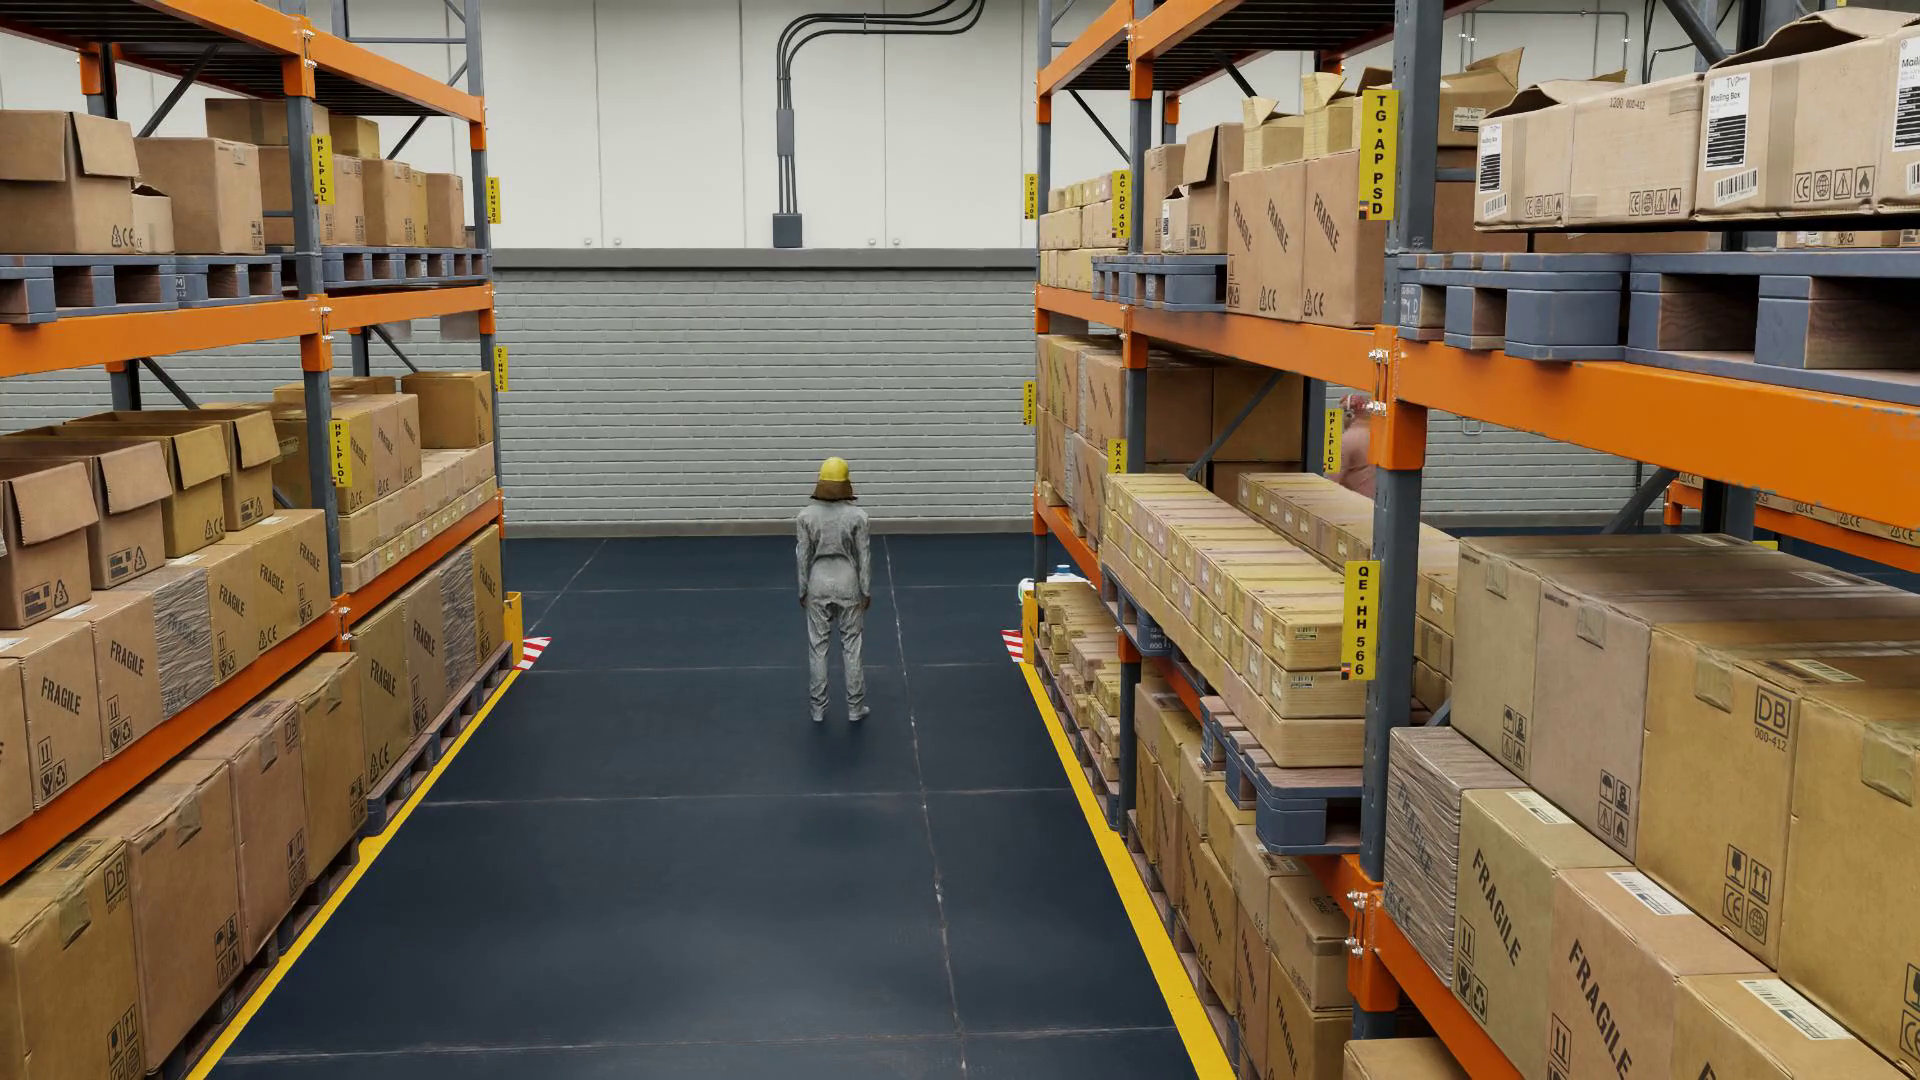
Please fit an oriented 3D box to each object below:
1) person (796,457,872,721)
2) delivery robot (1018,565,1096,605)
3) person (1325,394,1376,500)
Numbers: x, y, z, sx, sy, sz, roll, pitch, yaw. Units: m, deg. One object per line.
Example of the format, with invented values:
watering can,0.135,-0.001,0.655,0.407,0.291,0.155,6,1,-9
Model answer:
person,-0.822,0.321,10.927,0.492,1.742,0.320,1,10,3
delivery robot,0.833,0.443,13.425,0.707,0.478,0.477,2,10,12
person,3.309,-0.303,14.215,0.738,1.871,0.651,8,12,39
